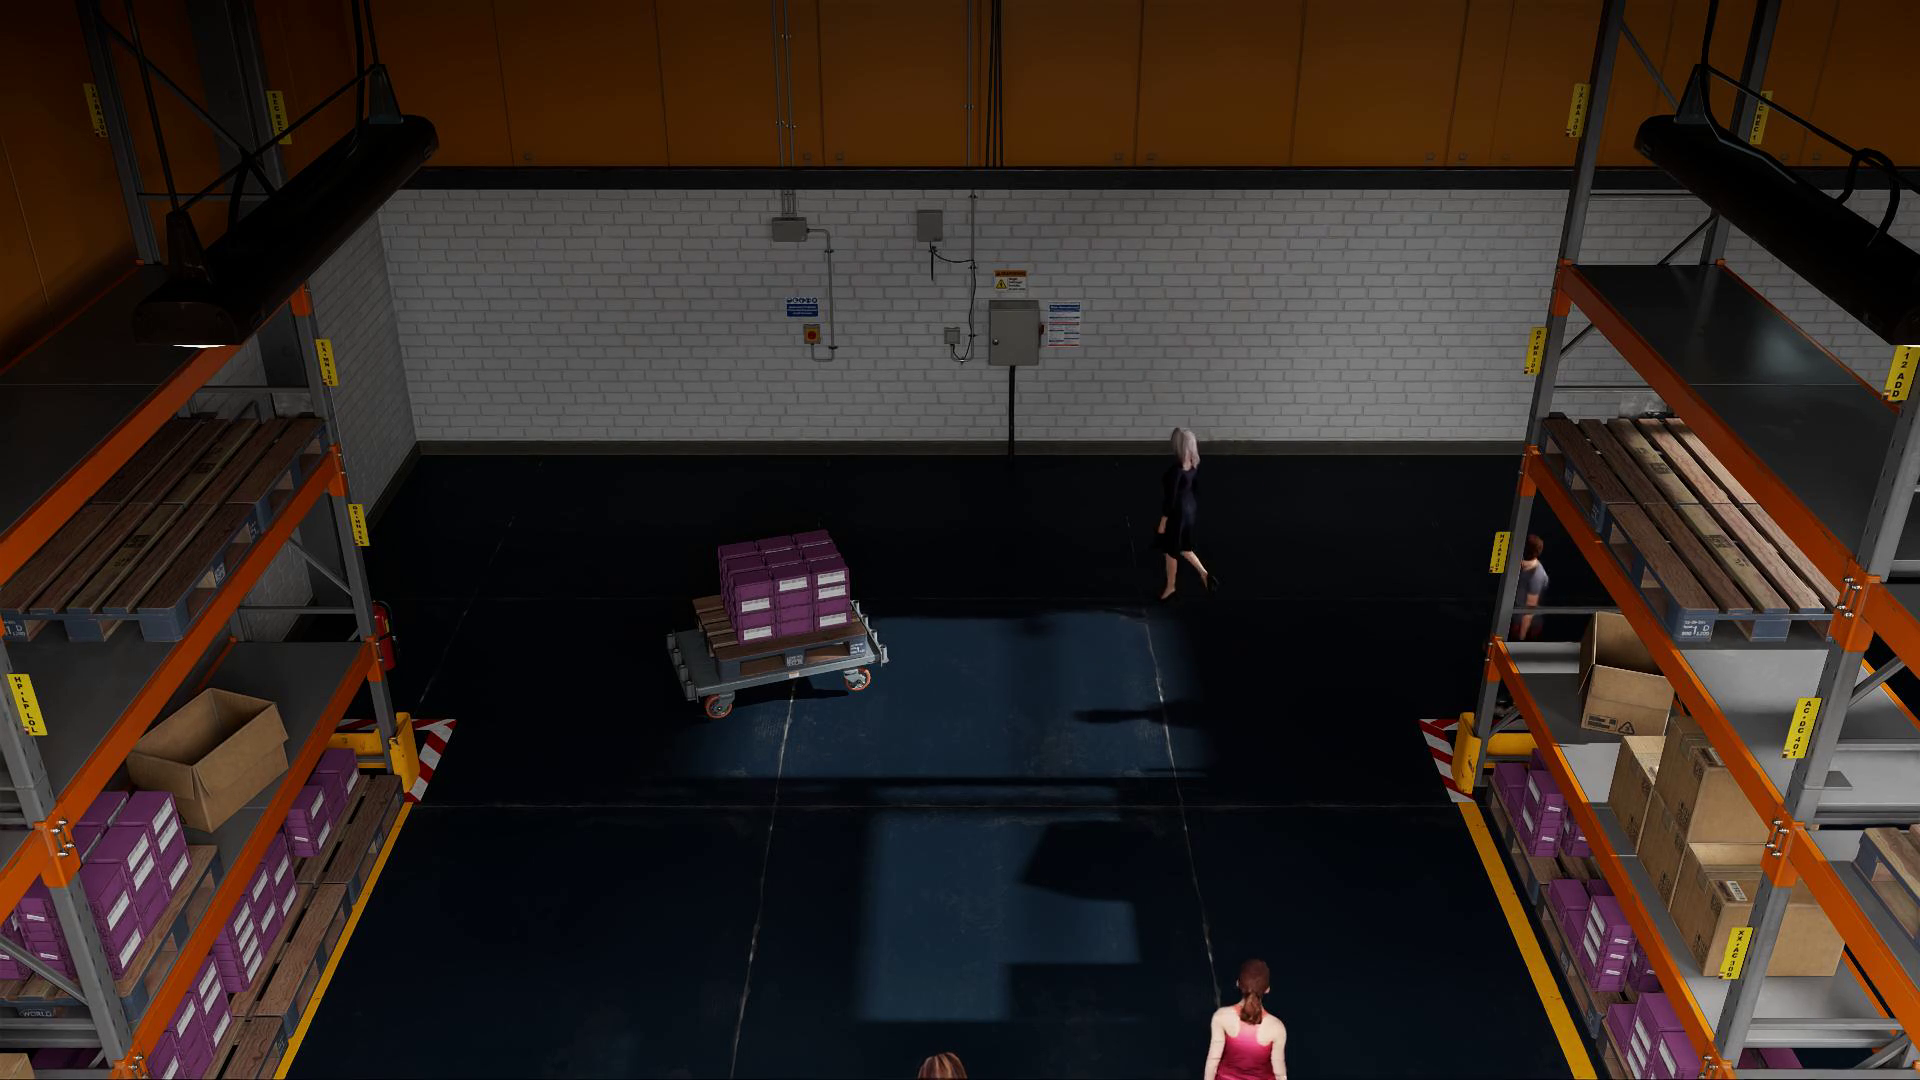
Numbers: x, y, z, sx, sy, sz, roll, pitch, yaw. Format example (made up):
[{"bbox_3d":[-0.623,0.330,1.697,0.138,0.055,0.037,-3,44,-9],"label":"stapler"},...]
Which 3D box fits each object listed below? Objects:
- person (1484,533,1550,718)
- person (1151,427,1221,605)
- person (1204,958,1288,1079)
[{"bbox_3d":[4.438,0.667,12.917,0.708,1.632,0.590,1,29,1],"label":"person"},{"bbox_3d":[1.956,-0.149,14.308,0.875,1.733,0.887,16,33,27],"label":"person"},{"bbox_3d":[1.452,2.952,8.653,0.878,1.703,1.238,11,30,19],"label":"person"}]
